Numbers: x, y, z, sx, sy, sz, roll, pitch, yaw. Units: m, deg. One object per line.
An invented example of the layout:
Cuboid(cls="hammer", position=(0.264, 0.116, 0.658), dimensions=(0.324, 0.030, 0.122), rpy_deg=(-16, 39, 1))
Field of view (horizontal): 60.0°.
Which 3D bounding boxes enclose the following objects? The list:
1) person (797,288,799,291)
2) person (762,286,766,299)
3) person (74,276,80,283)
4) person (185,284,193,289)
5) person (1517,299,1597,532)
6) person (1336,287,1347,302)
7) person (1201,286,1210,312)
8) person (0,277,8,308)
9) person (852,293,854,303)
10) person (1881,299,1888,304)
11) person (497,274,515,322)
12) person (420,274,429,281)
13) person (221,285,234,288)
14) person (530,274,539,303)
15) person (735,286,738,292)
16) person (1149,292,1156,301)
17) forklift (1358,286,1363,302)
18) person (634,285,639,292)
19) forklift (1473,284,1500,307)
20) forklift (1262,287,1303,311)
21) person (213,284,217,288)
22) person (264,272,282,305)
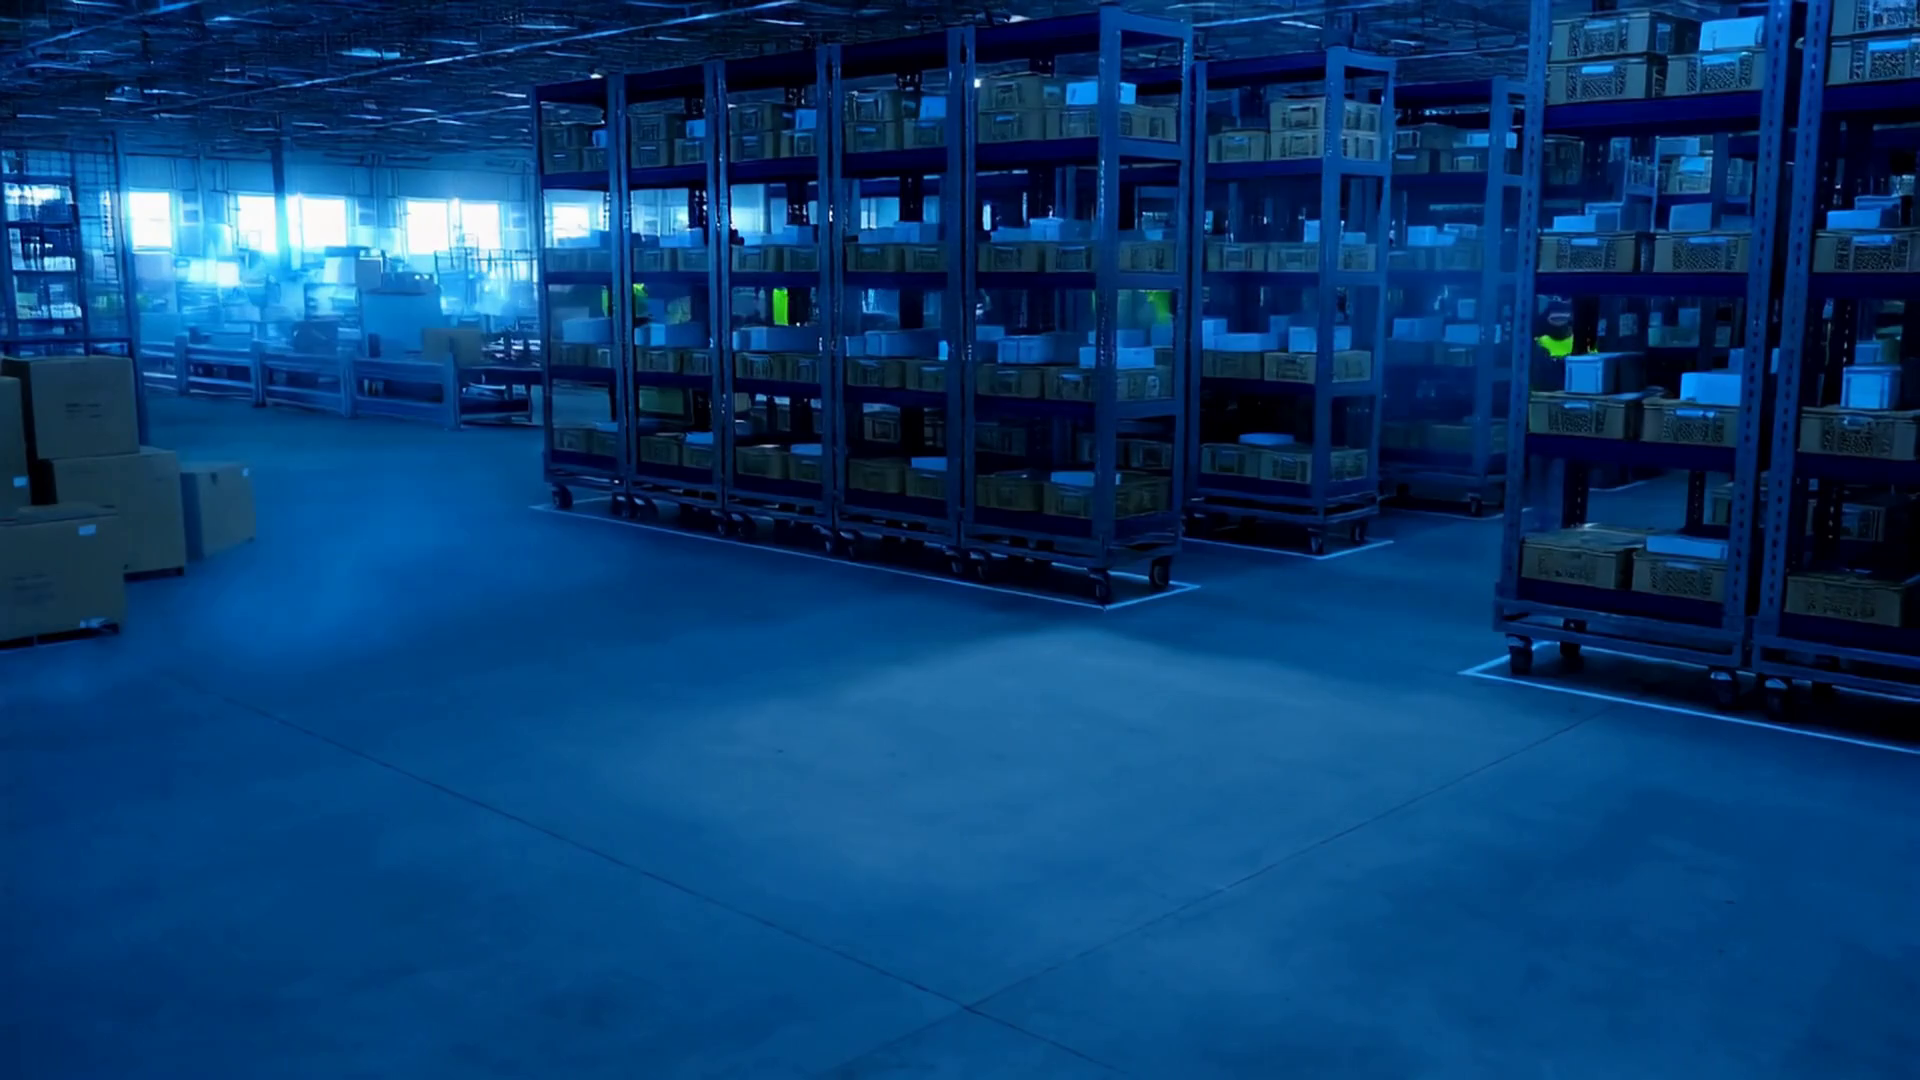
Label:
Cuboid(cls="person", position=(-6.964, -10.763, 73.769), dimensions=(0.534, 1.616, 0.552), rpy_deg=(-2, 9, -12))
Cuboid(cls="person", position=(-5.703, -6.757, 49.183), dimensions=(0.288, 1.634, 0.499), rpy_deg=(-5, 10, -27))
Cuboid(cls="person", position=(-45.085, -12.828, 85.303), dimensions=(0.390, 1.992, 0.624), rpy_deg=(4, 10, 25))
Cuboid(cls="person", position=(-37.640, -12.128, 81.397), dimensions=(0.895, 1.883, 0.633), rpy_deg=(-2, 10, -13))
Cuboid(cls="person", position=(4.648, -0.959, 13.013), dimensions=(0.584, 1.847, 0.416), rpy_deg=(4, 10, 22))
Cuboid(cls="person", position=(6.237, -3.178, 26.402), dimensions=(0.851, 1.914, 0.615), rpy_deg=(2, 9, 11))
Cuboid(cls="person", position=(5.543, -4.932, 37.641), dimensions=(0.525, 1.745, 0.660), rpy_deg=(7, 11, 35))
Cuboid(cls="person", position=(-34.018, -8.459, 59.067), dimensions=(0.526, 1.814, 0.975), rpy_deg=(-7, 11, -36))
Cuboid(cls="person", position=(-4.496, -9.847, 67.983), dimensions=(0.644, 1.677, 0.460), rpy_deg=(-5, 10, -27))
Cuboid(cls="person", position=(22.975, -5.585, 41.640), dimensions=(0.743, 1.736, 0.544), rpy_deg=(8, 12, 41))
Cuboid(cls="person", position=(-16.326, -8.603, 59.721), dimensions=(0.571, 1.884, 0.972), rpy_deg=(7, 12, 36))
Cuboid(cls="person", position=(-26.108, -12.071, 81.229), dimensions=(0.558, 1.809, 0.649), rpy_deg=(5, 11, 30))
Cuboid(cls="person", position=(-26.008, -8.445, 58.799), dimensions=(0.598, 1.878, 0.956), rpy_deg=(5, 10, 27))
Cuboid(cls="person", position=(-16.744, -9.579, 65.814), dimensions=(0.504, 1.857, 0.405), rpy_deg=(-3, 10, -15))
Cuboid(cls="person", position=(-12.214, -13.297, 88.565), dimensions=(0.665, 1.865, 0.877), rpy_deg=(-5, 10, -26))
Cuboid(cls="person", position=(5.712, -6.856, 49.604), dimensions=(0.320, 1.696, 0.539), rpy_deg=(-1, 9, -8))
Cuboid(cls="forklift", position=(11.100, -7.017, 46.970), dimensions=(1.873, 2.768, 1.129), rpy_deg=(9, 13, 43))
Cuboid(cls="person", position=(-20.171, -15.732, 104.132), dimensions=(0.865, 1.663, 0.534), rpy_deg=(-5, 11, -30))
Cuboid(cls="forklift", position=(14.735, -6.940, 46.495), dimensions=(1.873, 2.768, 1.129), rpy_deg=(9, 13, 43))
Cuboid(cls="forklift", position=(10.769, -8.203, 54.240), dimensions=(1.129, 2.768, 1.873), rpy_deg=(8, 12, 42))
Cuboid(cls="person", position=(-26.507, -8.631, 59.753), dimensions=(0.544, 1.936, 0.359), rpy_deg=(-3, 10, -17))
Cuboid(cls="person", position=(-22.097, -7.618, 53.445), dimensions=(0.607, 1.966, 0.367), rpy_deg=(2, 9, 11))
